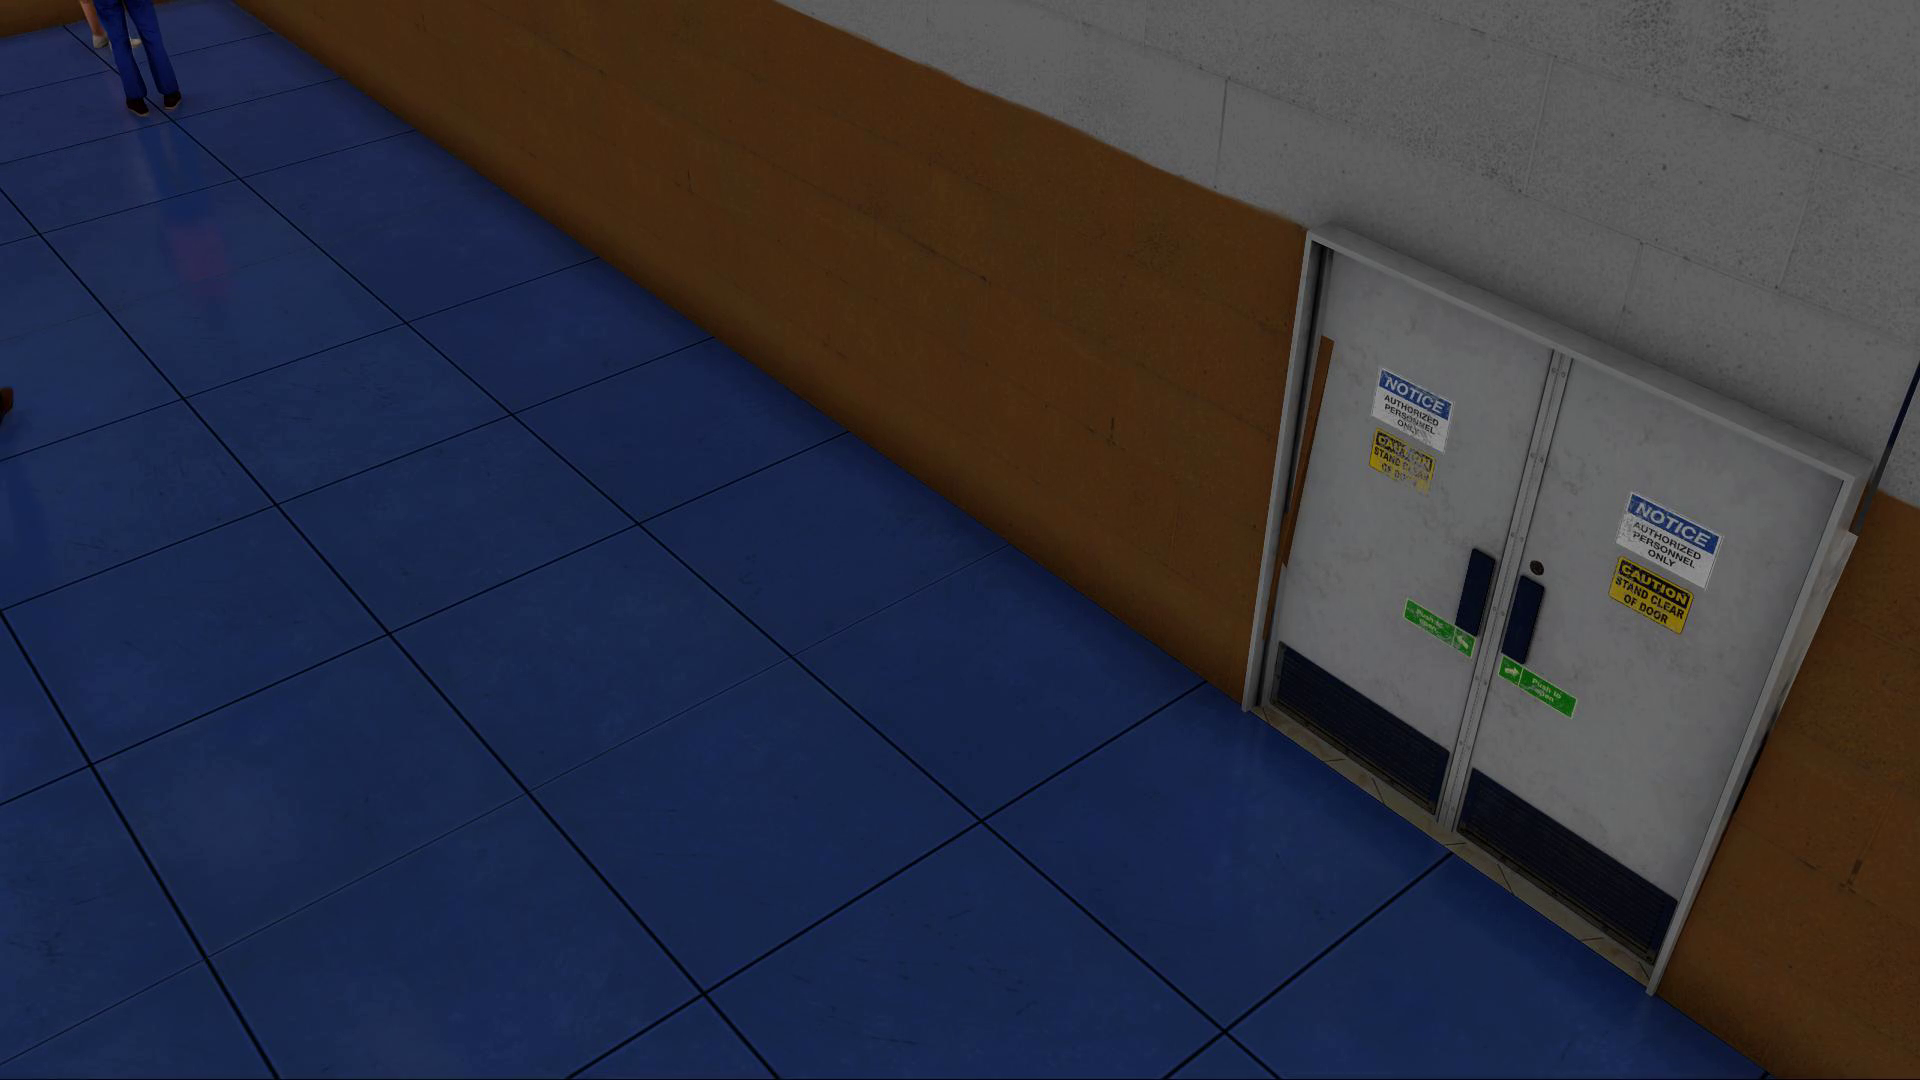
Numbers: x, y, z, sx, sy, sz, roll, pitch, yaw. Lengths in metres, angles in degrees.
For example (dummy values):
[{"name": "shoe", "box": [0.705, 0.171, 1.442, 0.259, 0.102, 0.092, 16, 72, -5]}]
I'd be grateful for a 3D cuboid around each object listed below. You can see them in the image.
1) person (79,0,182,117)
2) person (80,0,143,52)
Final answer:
[{"name": "person", "box": [-6.140, -4.042, 12.107, 0.598, 1.863, 0.798, -19, 41, -24]}, {"name": "person", "box": [-6.962, -4.772, 13.165, 0.628, 1.759, 0.605, 19, 41, 24]}]
